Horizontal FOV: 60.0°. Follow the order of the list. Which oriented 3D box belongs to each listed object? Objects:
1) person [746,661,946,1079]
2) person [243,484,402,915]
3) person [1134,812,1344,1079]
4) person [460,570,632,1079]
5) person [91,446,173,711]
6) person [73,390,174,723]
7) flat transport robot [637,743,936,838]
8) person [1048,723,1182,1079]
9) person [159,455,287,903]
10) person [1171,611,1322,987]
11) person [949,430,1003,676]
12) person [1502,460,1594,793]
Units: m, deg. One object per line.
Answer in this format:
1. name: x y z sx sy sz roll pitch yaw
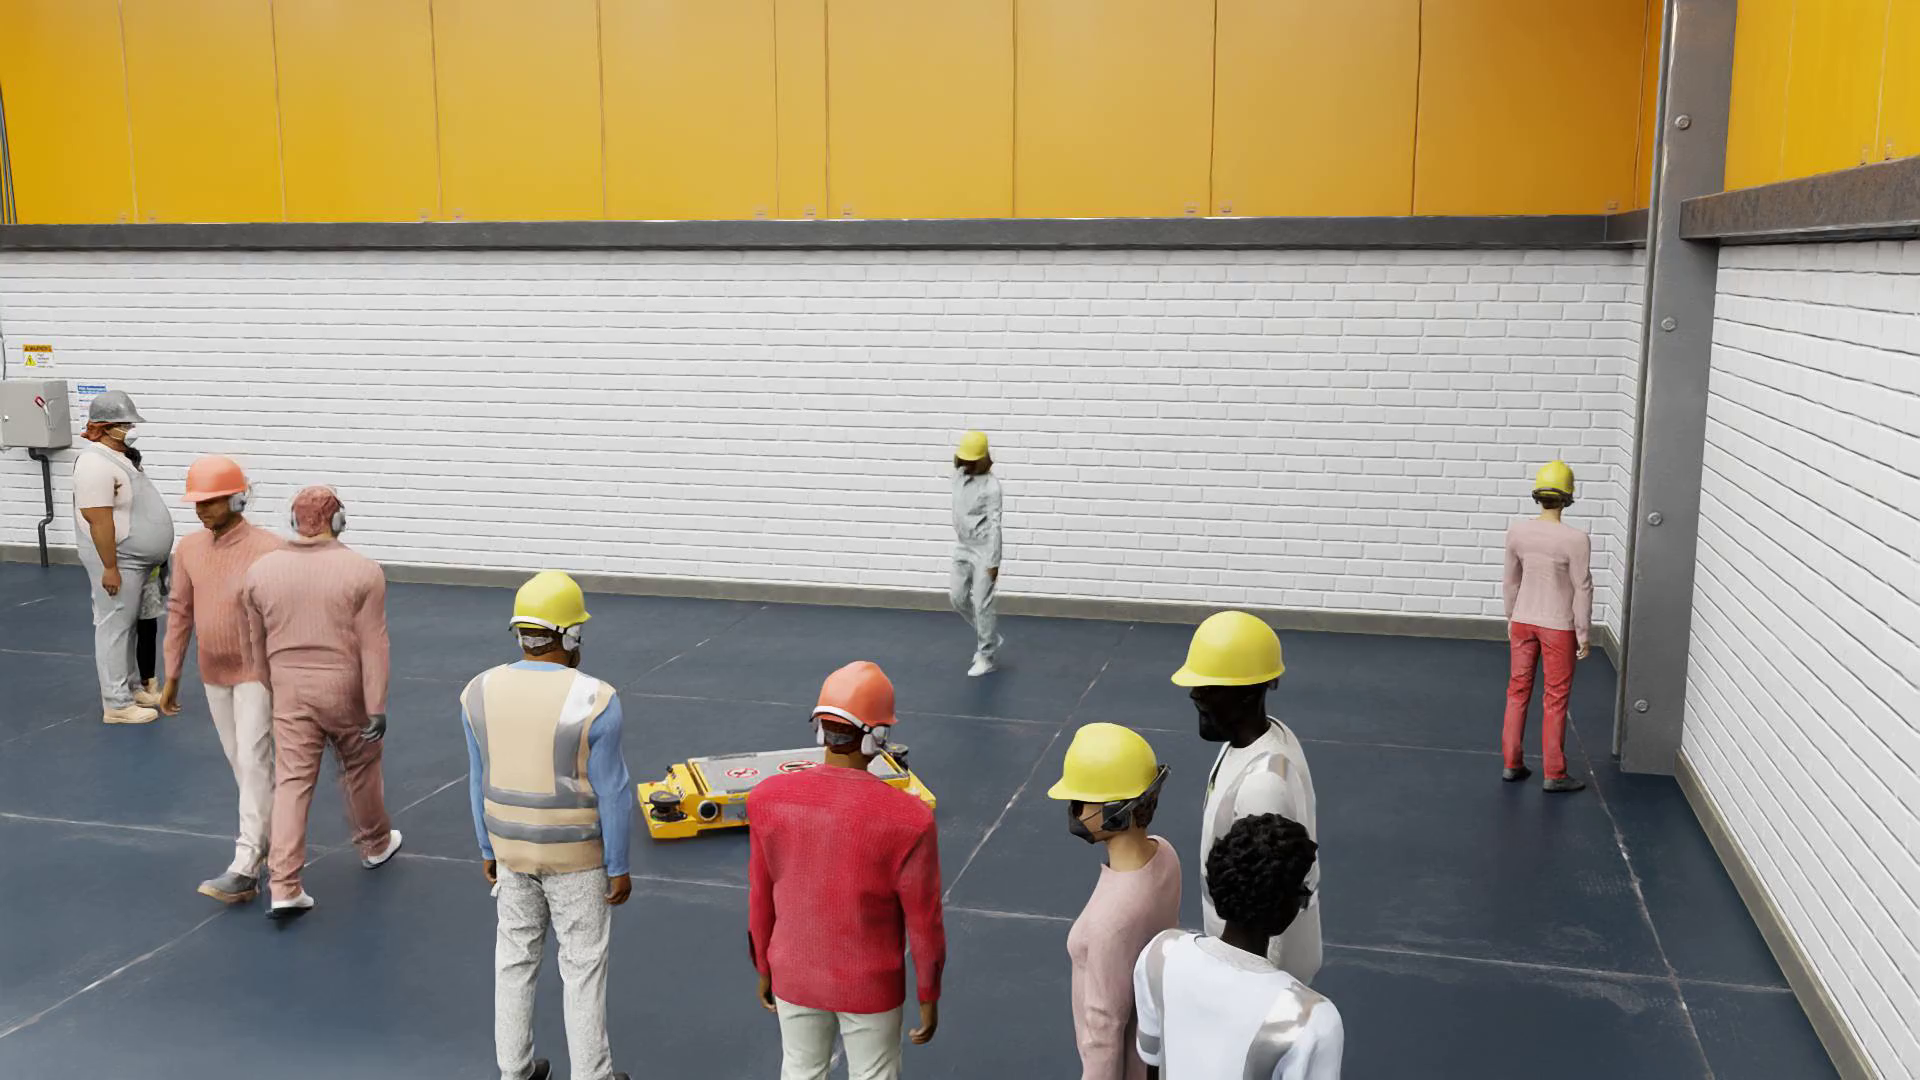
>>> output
1. person: -0.310 1.193 4.638 0.578 1.737 0.354 3 10 17
2. person: -2.827 0.676 7.375 0.653 1.853 1.037 0 10 0
3. person: 0.589 1.404 3.555 0.319 1.687 0.539 -9 13 -41
4. person: -1.341 1.007 5.498 0.591 1.824 0.404 3 10 19
5. person: -5.182 0.243 10.366 0.321 1.690 0.544 7 12 37
6. person: -5.128 0.089 10.249 0.536 2.000 0.688 -3 10 -17
7. flat transport robot: -0.898 1.265 8.526 1.431 0.197 0.652 -3 10 -17
8. person: 0.377 1.294 3.989 0.343 1.761 0.525 4 10 21
9. person: -3.293 0.608 7.461 0.631 1.981 0.679 3 10 18
10. person: 0.769 1.131 4.511 0.421 1.914 0.602 1 10 8
11. person: 0.137 0.087 11.244 0.579 1.697 0.530 -8 13 -40
12. person: 3.131 0.460 8.869 0.310 1.771 0.525 -7 12 -36
